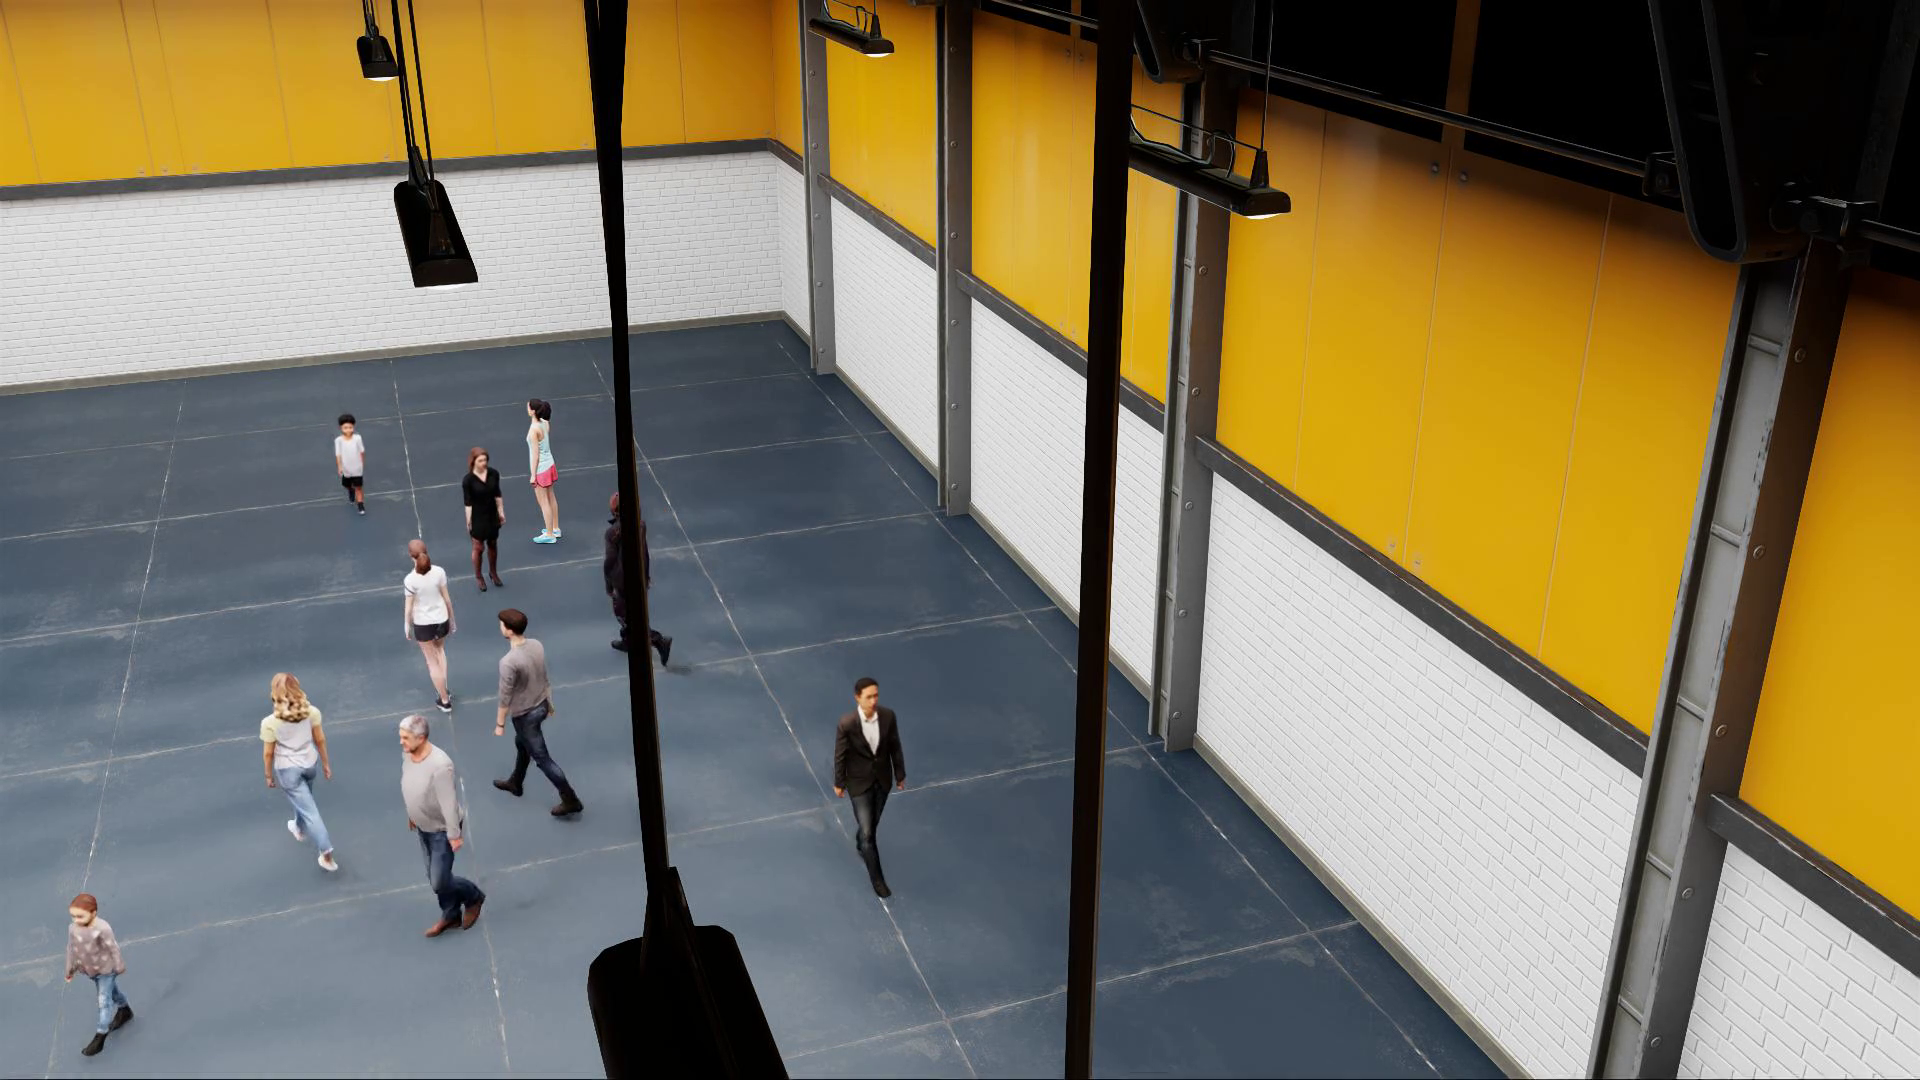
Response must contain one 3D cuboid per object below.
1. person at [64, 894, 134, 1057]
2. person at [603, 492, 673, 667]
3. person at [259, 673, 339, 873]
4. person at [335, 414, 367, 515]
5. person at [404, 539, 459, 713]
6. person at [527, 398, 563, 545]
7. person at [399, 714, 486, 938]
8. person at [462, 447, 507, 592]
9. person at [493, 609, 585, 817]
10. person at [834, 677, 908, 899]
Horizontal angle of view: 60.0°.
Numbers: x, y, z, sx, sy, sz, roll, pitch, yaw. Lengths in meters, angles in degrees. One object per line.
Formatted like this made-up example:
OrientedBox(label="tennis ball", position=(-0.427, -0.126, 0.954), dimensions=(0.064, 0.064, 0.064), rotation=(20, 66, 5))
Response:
OrientedBox(label="person", position=(-5.985, 2.948, 11.628), dimensions=(0.736, 1.169, 0.854), rotation=(6, 24, 14))
OrientedBox(label="person", position=(-3.246, 0.421, 16.639), dimensions=(1.185, 1.785, 1.108), rotation=(12, 26, 25))
OrientedBox(label="person", position=(-5.289, 1.908, 13.377), dimensions=(0.930, 1.673, 1.220), rotation=(-20, 30, -38))
OrientedBox(label="person", position=(-7.495, -0.961, 20.467), dimensions=(0.487, 1.251, 0.707), rotation=(-8, 25, -19))
OrientedBox(label="person", position=(-4.969, 0.840, 15.739), dimensions=(0.701, 1.739, 0.740), rotation=(-20, 30, -38))
OrientedBox(label="person", position=(-4.906, -0.821, 19.505), dimensions=(0.755, 1.765, 0.659), rotation=(4, 24, 9))
OrientedBox(label="person", position=(-3.888, 2.132, 12.588), dimensions=(0.855, 1.896, 0.959), rotation=(20, 31, 38))
OrientedBox(label="person", position=(-5.236, -0.238, 18.261), dimensions=(0.706, 1.693, 0.692), rotation=(21, 31, 40))
OrientedBox(label="person", position=(-3.566, 1.500, 14.074), dimensions=(1.242, 1.863, 1.252), rotation=(8, 25, 17))
OrientedBox(label="person", position=(-0.749, 1.885, 13.313), dimensions=(0.801, 1.768, 1.088), rotation=(-12, 26, -25))
